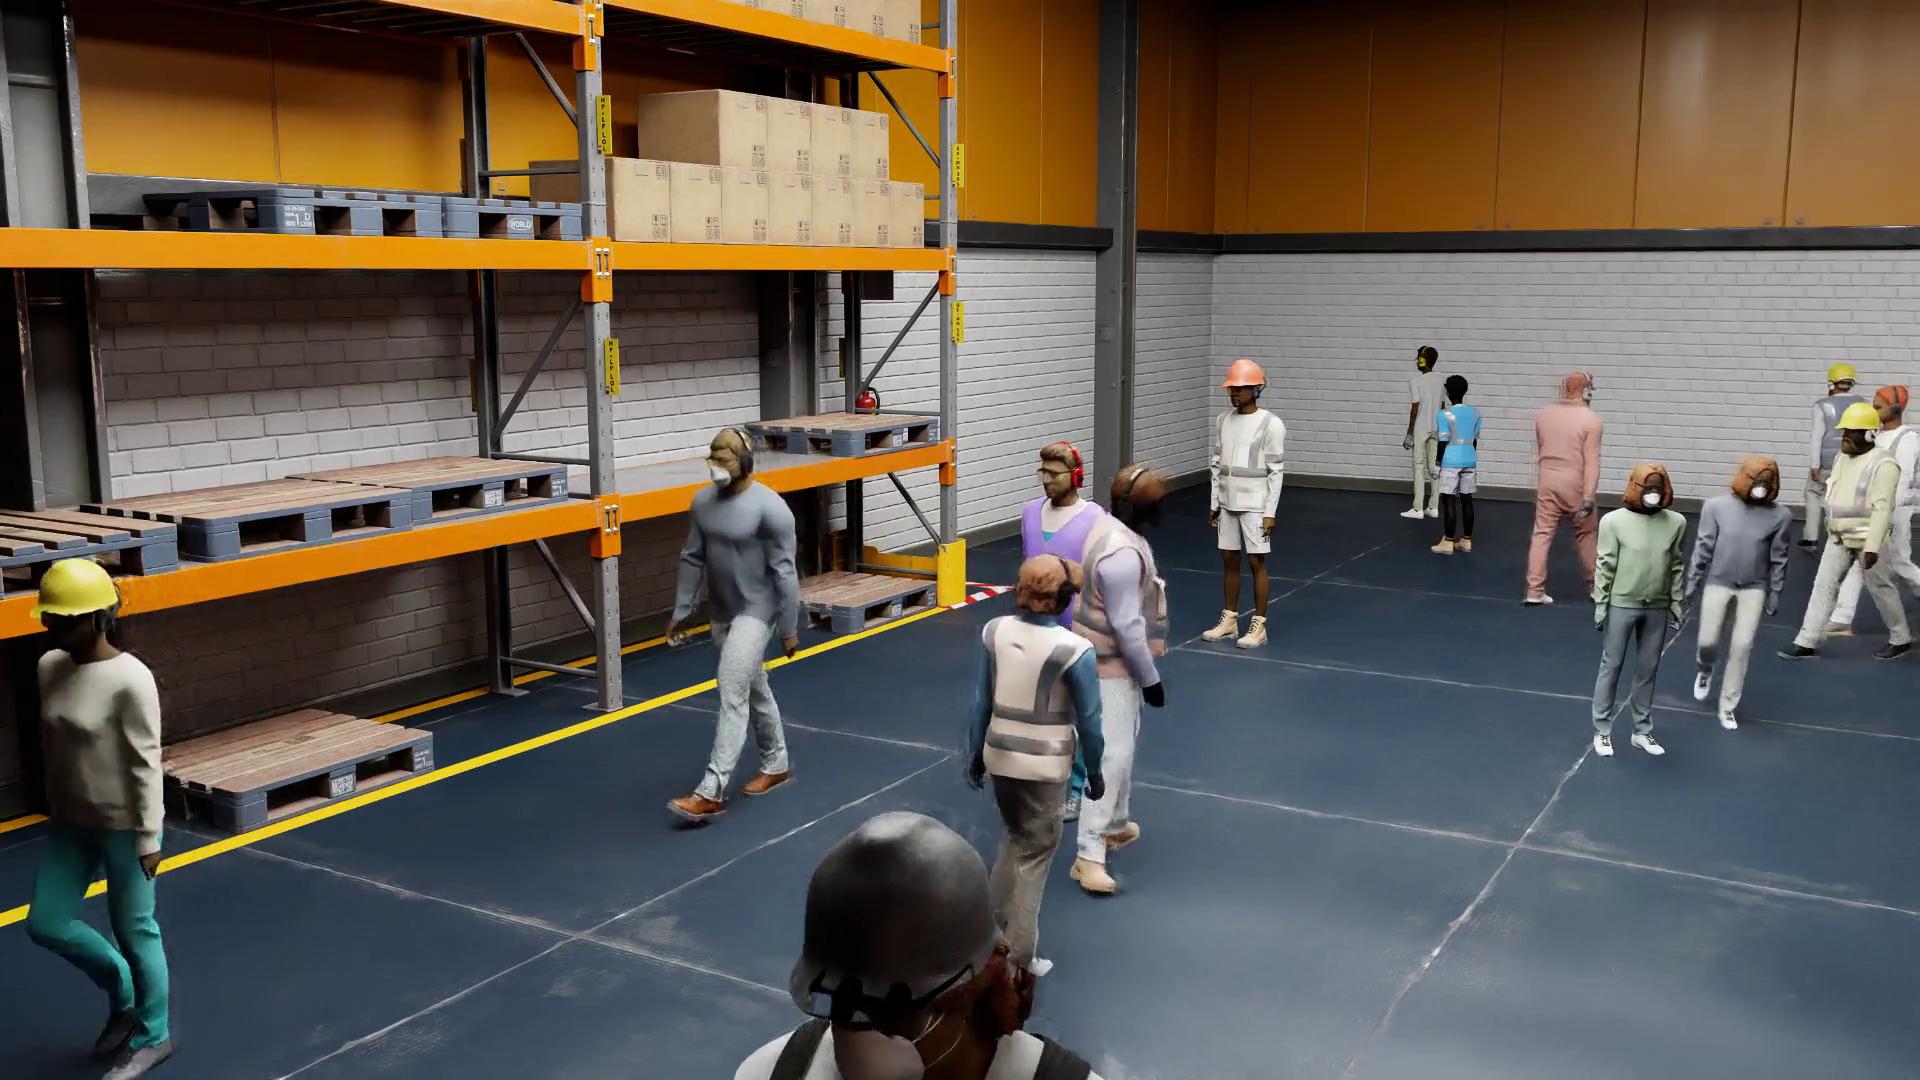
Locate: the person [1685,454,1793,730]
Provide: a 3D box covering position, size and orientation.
[{"bbox_3d":[4.557,0.280,9.791,0.557,1.611,0.508,3,10,19],"label":"person"}]

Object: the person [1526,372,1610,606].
[{"bbox_3d":[4.922,-0.410,13.316,0.946,1.861,0.665,-6,11,-32],"label":"person"}]

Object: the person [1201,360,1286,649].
[{"bbox_3d":[2.004,-0.255,11.806,0.378,2.044,0.607,-8,12,-40],"label":"person"}]

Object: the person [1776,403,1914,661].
[{"bbox_3d":[6.112,-0.040,11.282,0.945,1.785,0.600,-2,9,-10],"label":"person"}]

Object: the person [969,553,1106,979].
[{"bbox_3d":[0.275,0.853,6.190,0.527,1.623,0.388,8,12,42],"label":"person"}]

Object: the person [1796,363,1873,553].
[{"bbox_3d":[8.220,-0.764,15.687,0.616,1.810,0.657,0,9,0],"label":"person"}]

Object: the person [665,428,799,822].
[{"bbox_3d":[-1.161,0.408,8.131,0.638,1.895,0.978,8,12,43],"label":"person"}]

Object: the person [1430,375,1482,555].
[{"bbox_3d":[4.683,-0.709,15.715,0.530,1.696,0.321,-5,10,-28],"label":"person"}]

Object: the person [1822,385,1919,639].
[{"bbox_3d":[6.741,-0.193,12.010,0.919,1.858,0.573,0,9,0],"label":"person"}]

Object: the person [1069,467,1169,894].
[{"bbox_3d":[0.702,0.577,7.363,0.432,1.811,0.884,1,9,6],"label":"person"}]

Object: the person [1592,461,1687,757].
[{"bbox_3d":[3.722,0.380,9.121,0.507,1.631,0.271,-1,9,-5],"label":"person"}]

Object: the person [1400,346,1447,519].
[{"bbox_3d":[5.029,-1.163,18.021,0.531,1.868,0.318,-5,10,-27],"label":"person"}]

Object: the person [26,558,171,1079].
[{"bbox_3d":[-2.779,0.917,5.380,0.541,1.750,0.391,4,10,25],"label":"person"}]

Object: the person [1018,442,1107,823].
[{"bbox_3d":[0.505,0.435,8.112,0.389,1.846,0.567,-9,13,-44],"label":"person"}]
